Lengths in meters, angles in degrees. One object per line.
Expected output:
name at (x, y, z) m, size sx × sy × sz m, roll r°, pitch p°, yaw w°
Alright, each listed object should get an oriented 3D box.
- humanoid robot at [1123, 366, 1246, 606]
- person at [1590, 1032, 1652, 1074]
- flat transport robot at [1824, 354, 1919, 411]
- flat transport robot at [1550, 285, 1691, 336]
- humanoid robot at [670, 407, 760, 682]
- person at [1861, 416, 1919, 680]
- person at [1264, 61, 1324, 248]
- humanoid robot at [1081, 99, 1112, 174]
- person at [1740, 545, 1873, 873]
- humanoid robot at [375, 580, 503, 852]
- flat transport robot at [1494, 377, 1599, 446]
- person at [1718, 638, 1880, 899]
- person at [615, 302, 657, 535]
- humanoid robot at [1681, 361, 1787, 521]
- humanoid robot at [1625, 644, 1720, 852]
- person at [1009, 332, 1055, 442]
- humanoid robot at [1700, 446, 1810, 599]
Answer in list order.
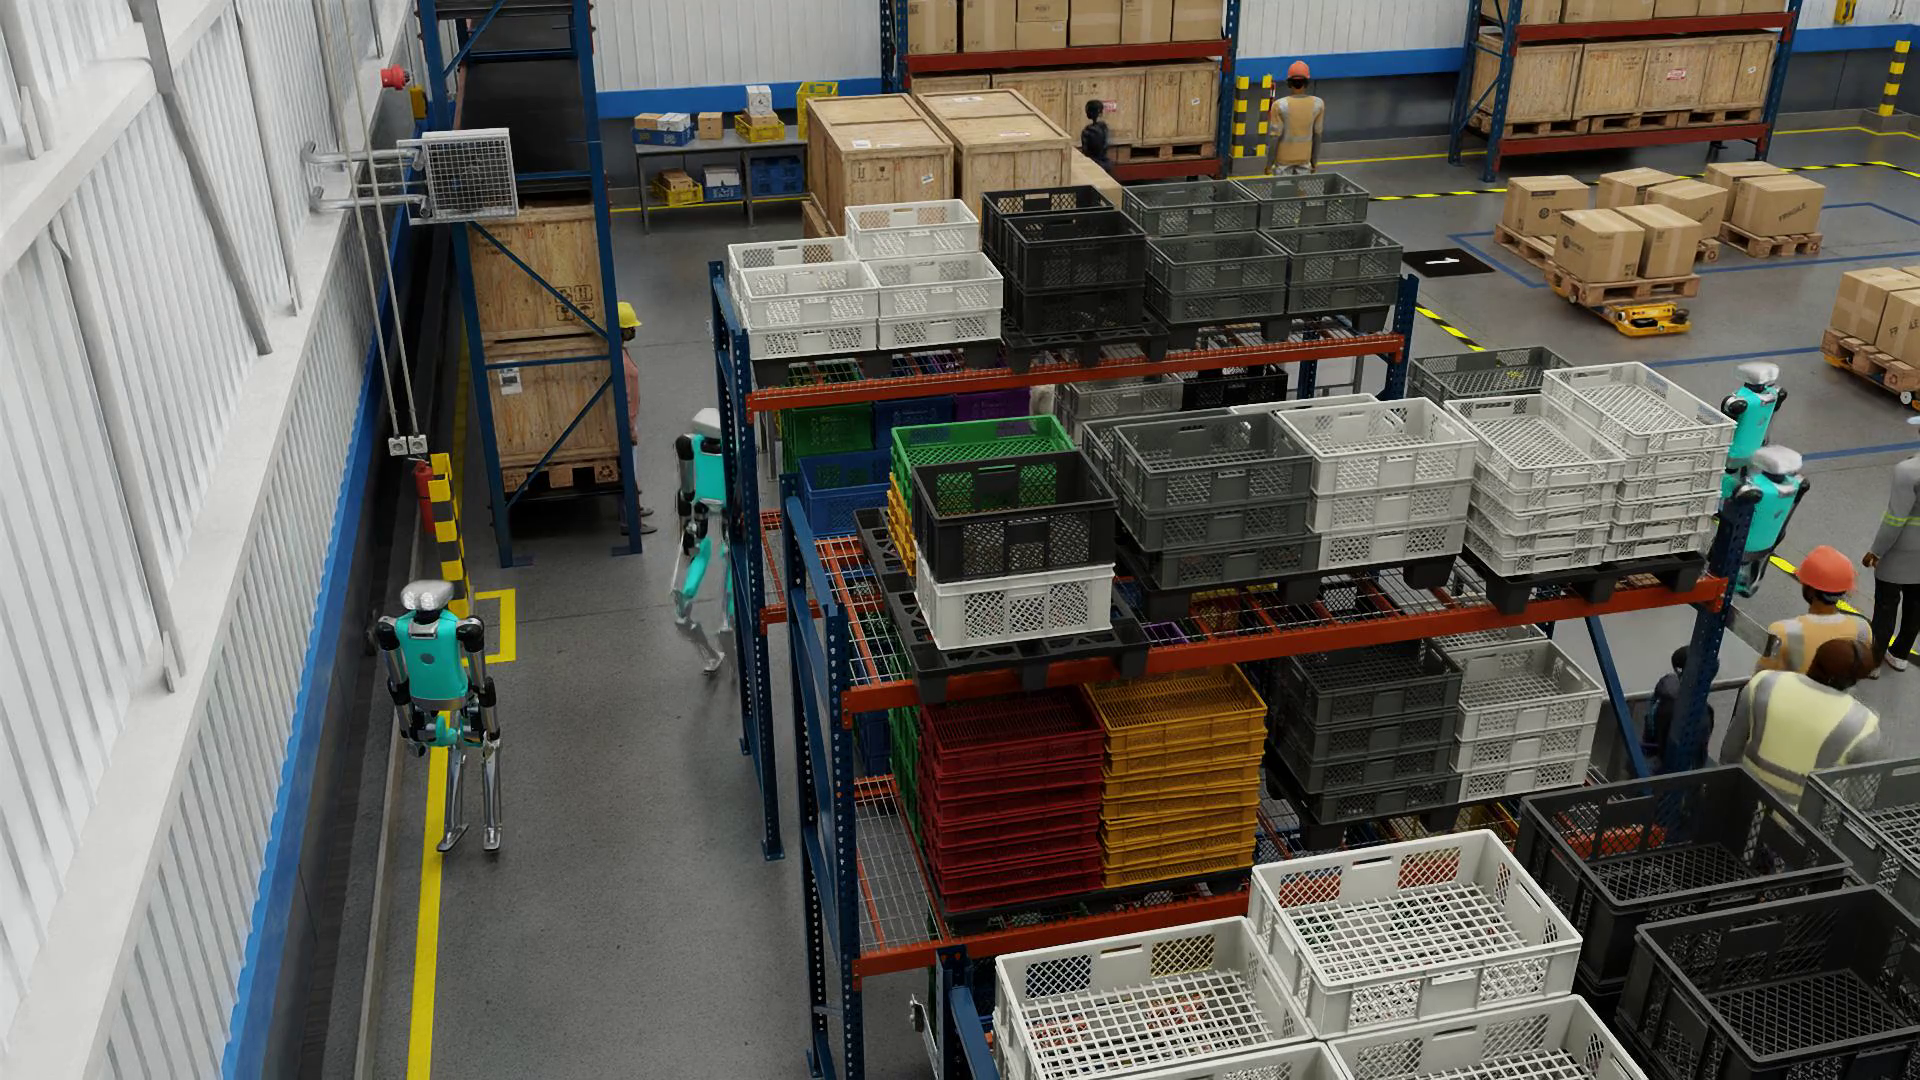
humanoid robot at (1.443, -0.309, 11.076) m, size 0.985 × 1.760 × 0.546 m, roll -14°, pitch 31°, yaw -24°
person at (2.195, 2.322, 5.880) m, size 0.600 × 1.920 × 0.429 m, roll 18°, pitch 32°, yaw 30°
flat transport robot at (8.473, -1.467, 14.800) m, size 0.652 × 0.197 × 1.431 m, roll -6°, pitch 28°, yaw -12°
flat transport robot at (6.560, -2.387, 16.545) m, size 0.652 × 0.197 × 1.431 m, roll -6°, pitch 28°, yaw -12°
humanoid robot at (-1.554, 0.160, 10.272) m, size 0.542 × 1.887 × 0.739 m, roll 7°, pitch 29°, yaw 13°
person at (5.890, 0.002, 10.349) m, size 0.587 × 1.848 × 0.397 m, roll -9°, pitch 29°, yaw -17°
person at (3.585, -4.140, 18.008) m, size 0.612 × 2.033 × 0.394 m, roll -6°, pitch 28°, yaw -12°
humanoid robot at (1.506, -3.943, 18.013) m, size 0.440 × 1.641 × 0.608 m, roll 16°, pitch 32°, yaw 28°
person at (4.272, 0.897, 8.565) m, size 0.562 × 1.924 × 0.572 m, roll -1°, pitch 28°, yaw -3°
humanoid robot at (-2.623, 0.847, 8.716) m, size 0.533 × 1.681 × 0.735 m, roll 1°, pitch 28°, yaw 1°
flat transport robot at (4.780, -1.036, 14.013) m, size 0.659 × 0.231 × 1.431 m, roll -6°, pitch 28°, yaw -12°
person at (3.960, 1.254, 8.004) m, size 0.436 × 1.822 × 0.679 m, roll -21°, pitch 35°, yaw -35°
person at (-2.428, -0.885, 12.130) m, size 0.337 × 1.761 × 0.522 m, roll -8°, pitch 29°, yaw -15°
humanoid robot at (5.020, -0.481, 11.241) m, size 0.533 × 1.677 × 0.735 m, roll -15°, pitch 31°, yaw -26°
humanoid robot at (3.458, 1.227, 8.229) m, size 0.469 × 1.646 × 0.603 m, roll -2°, pitch 28°, yaw -3°
person at (0.442, -0.628, 11.565) m, size 0.502 × 1.836 × 0.332 m, roll 20°, pitch 34°, yaw 32°
humanoid robot at (4.585, 0.173, 10.180) m, size 0.546 × 1.807 × 0.777 m, roll -13°, pitch 30°, yaw -22°
